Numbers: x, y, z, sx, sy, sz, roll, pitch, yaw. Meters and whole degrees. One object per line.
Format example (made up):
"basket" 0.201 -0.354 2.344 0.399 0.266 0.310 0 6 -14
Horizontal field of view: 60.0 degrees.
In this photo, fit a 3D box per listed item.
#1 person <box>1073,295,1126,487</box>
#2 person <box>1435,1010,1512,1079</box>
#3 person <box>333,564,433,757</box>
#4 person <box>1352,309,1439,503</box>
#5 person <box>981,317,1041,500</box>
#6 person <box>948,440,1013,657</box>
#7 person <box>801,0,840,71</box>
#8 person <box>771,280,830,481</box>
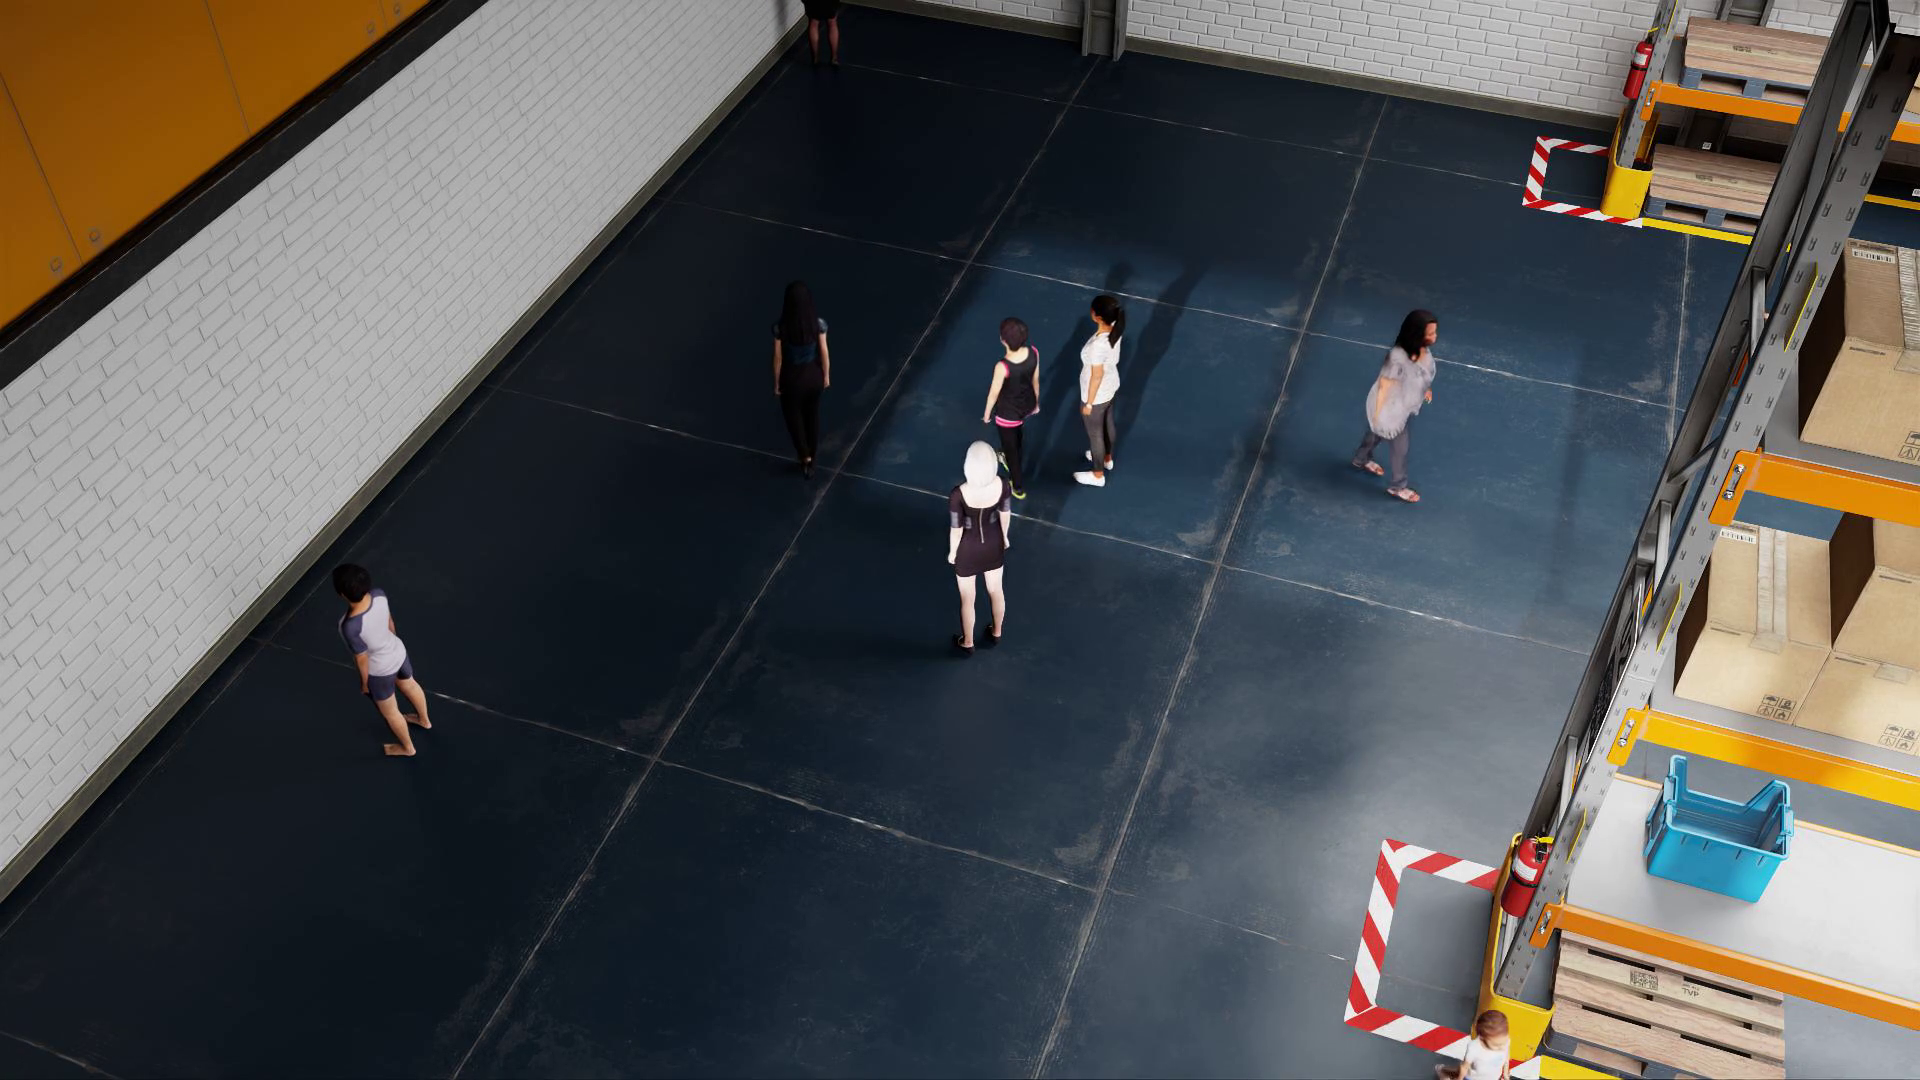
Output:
"person" 1.029 -1.102 12.176 0.537 1.646 0.586 19 47 19
"person" 2.681 2.711 8.637 0.686 1.007 0.752 -19 47 -19
"person" -3.596 0.733 10.308 0.529 1.565 0.573 11 45 12
"person" 3.122 -1.061 12.181 0.898 1.579 0.735 22 48 21
"person" 0.442 -0.931 12.073 0.743 1.540 0.842 -30 51 -27
"person" 0.128 0.053 10.831 0.641 1.829 0.712 -16 46 -16
"person" -1.414 -5.565 16.821 0.561 1.701 0.695 -1 44 -1
"person" -1.139 -1.097 12.111 0.789 1.728 0.829 -10 45 -10
